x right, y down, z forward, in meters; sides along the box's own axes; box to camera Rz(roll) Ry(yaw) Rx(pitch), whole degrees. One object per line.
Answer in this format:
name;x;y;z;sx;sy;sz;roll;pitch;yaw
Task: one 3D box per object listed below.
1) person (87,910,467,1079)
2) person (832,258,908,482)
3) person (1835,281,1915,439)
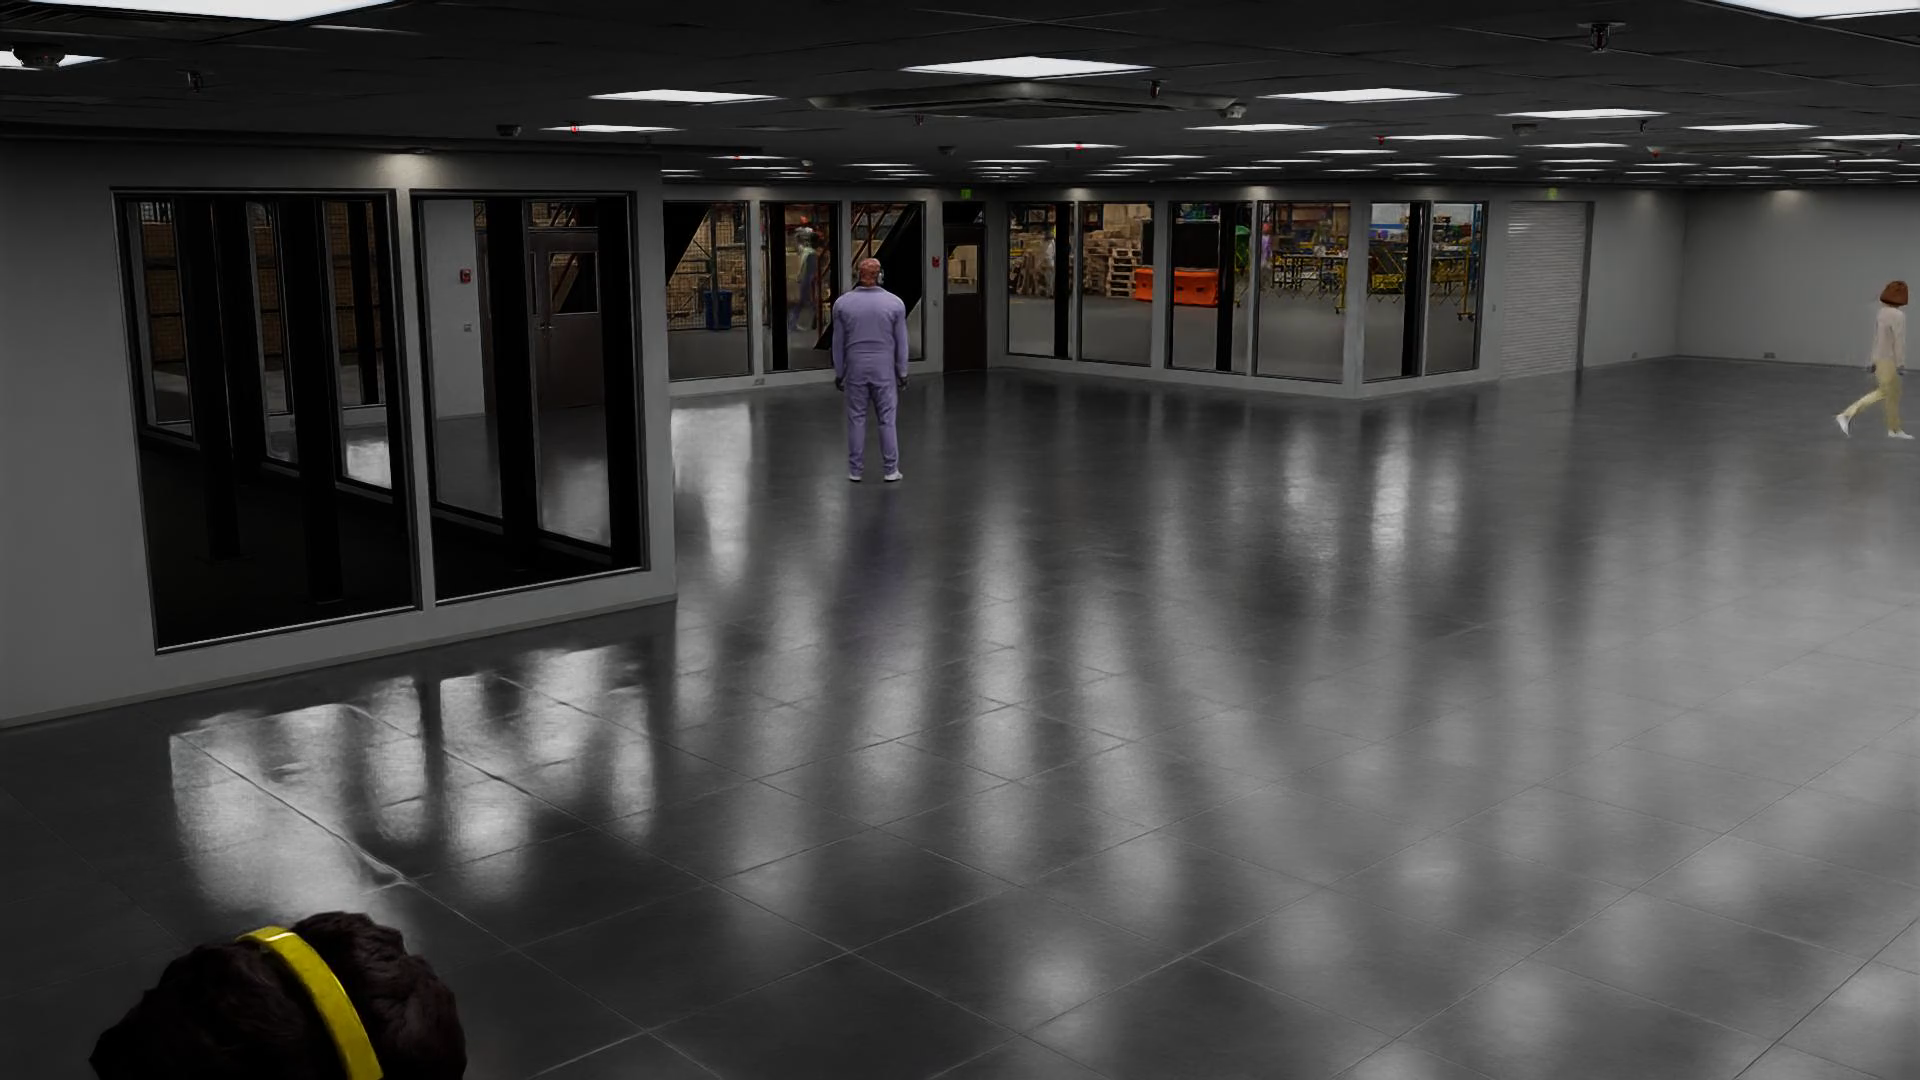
person;-0.418;1.163;1.282;0.502;1.862;0.328;9;15;39
person;-0.758;-1.440;14.182;0.644;1.907;0.399;1;11;4
person;9.313;-1.812;16.798;0.744;1.612;0.503;2;12;11
